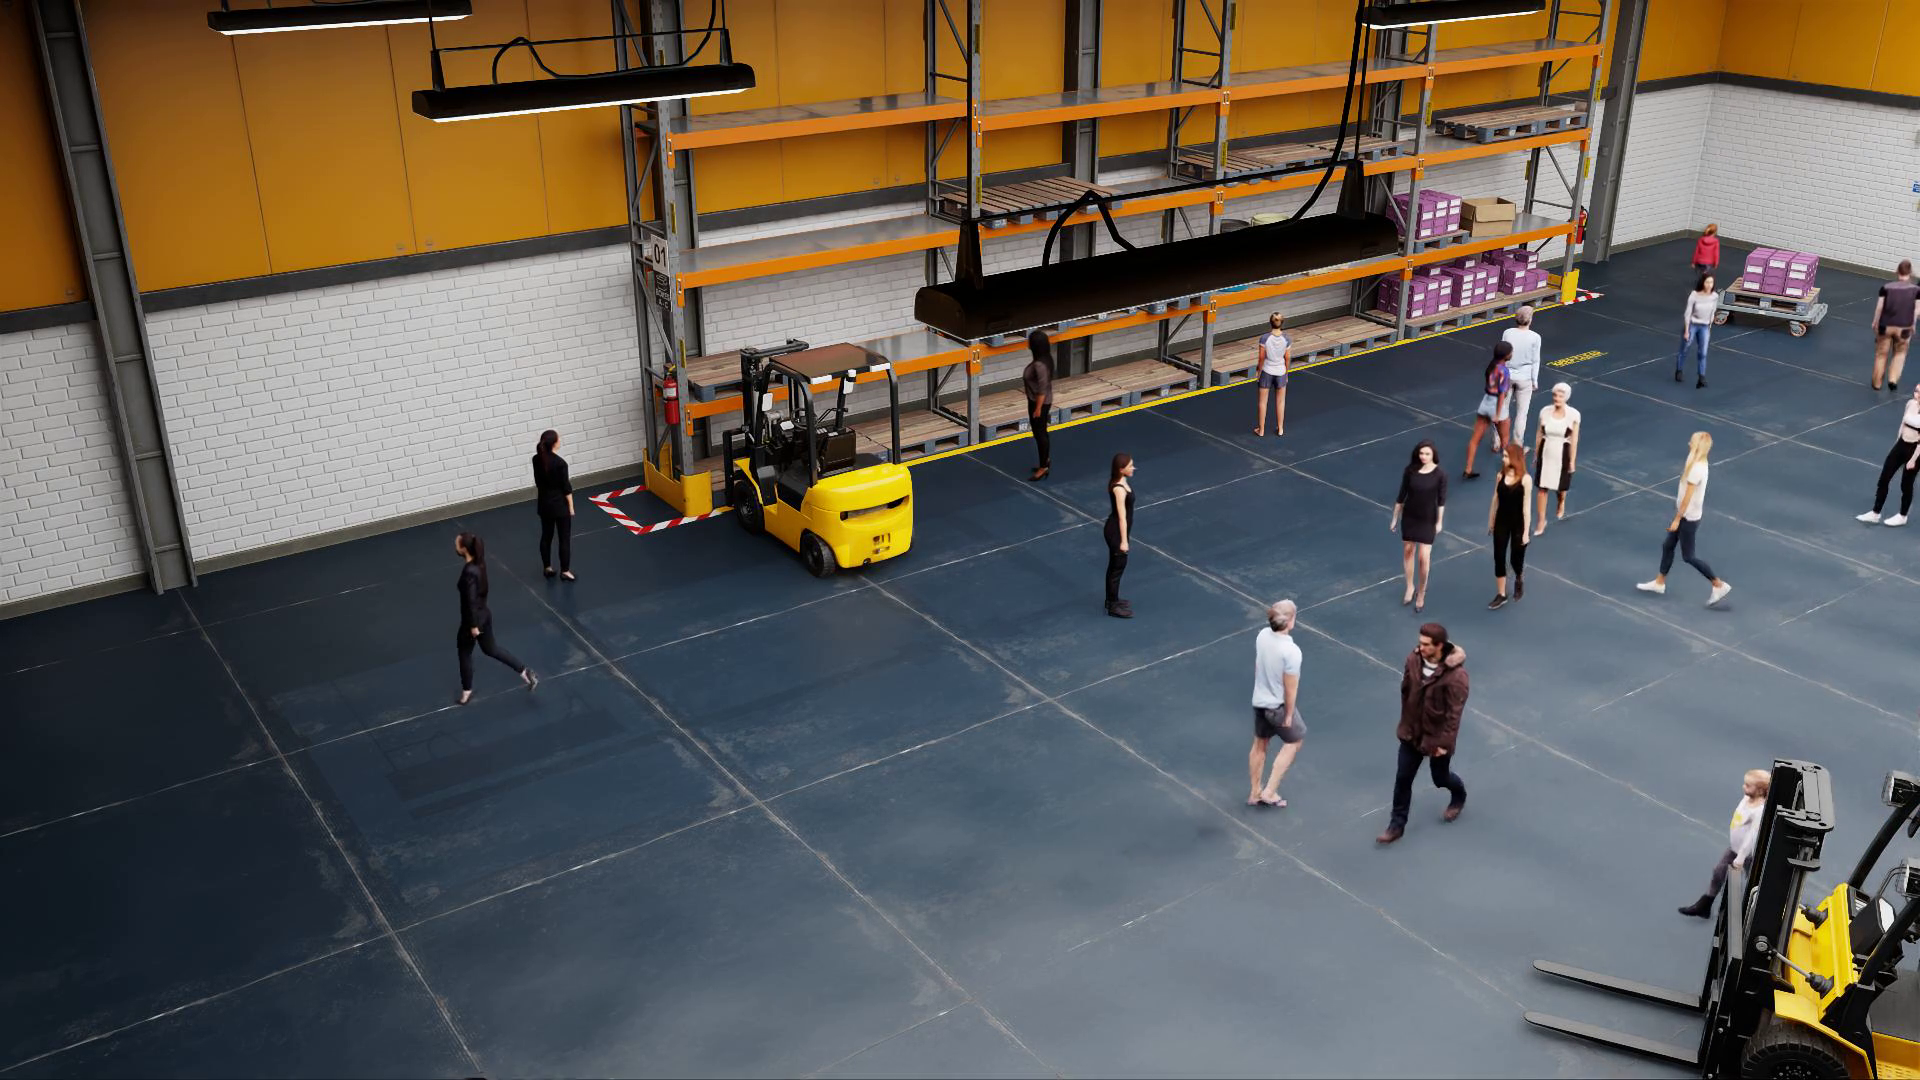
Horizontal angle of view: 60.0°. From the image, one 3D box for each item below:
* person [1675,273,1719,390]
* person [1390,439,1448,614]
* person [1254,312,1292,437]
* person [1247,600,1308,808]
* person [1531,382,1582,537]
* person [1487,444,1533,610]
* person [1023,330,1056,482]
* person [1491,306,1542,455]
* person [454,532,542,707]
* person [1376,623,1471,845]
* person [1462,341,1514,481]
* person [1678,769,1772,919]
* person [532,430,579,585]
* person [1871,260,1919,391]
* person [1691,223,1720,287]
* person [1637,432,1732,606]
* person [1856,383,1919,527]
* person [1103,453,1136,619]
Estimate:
[{"bbox_3d":[10.213,-2.943,23.192,1.002,1.597,0.988,0,24,0],"label":"person"},{"bbox_3d":[4.607,-0.180,16.628,0.713,1.791,0.730,14,27,29],"label":"person"},{"bbox_3d":[4.002,-2.125,21.287,0.612,1.624,0.717,-1,24,-3],"label":"person"},{"bbox_3d":[2.414,1.326,13.149,0.607,1.819,0.641,-14,27,-30],"label":"person"},{"bbox_3d":[6.596,-0.906,18.356,0.788,1.738,0.930,16,28,32],"label":"person"},{"bbox_3d":[5.525,-0.141,16.656,0.716,1.697,0.794,18,30,36],"label":"person"},{"bbox_3d":[0.971,-1.615,19.850,0.800,1.840,0.743,4,24,9],"label":"person"},{"bbox_3d":[6.903,-1.983,20.624,0.736,1.893,0.692,17,29,33],"label":"person"},{"bbox_3d":[-4.191,0.721,14.695,1.104,1.689,0.951,0,24,-1],"label":"person"},{"bbox_3d":[3.688,1.469,12.837,1.182,1.807,0.797,-19,30,-36],"label":"person"},{"bbox_3d":[6.243,-1.506,19.762,1.082,1.711,0.775,-9,25,-20],"label":"person"},{"bbox_3d":[5.652,2.218,11.812,0.944,1.255,0.820,1,24,3],"label":"person"},{"bbox_3d":[-4.195,-0.344,17.169,0.679,1.658,0.689,12,26,25],"label":"person"},{"bbox_3d":[12.831,-2.912,22.833,0.809,1.828,0.820,12,26,26],"label":"person"},{"bbox_3d":[12.109,-4.475,27.087,0.692,1.284,0.972,18,30,36],"label":"person"},{"bbox_3d":[7.396,-0.192,16.663,1.043,1.785,1.105,9,25,20],"label":"person"},{"bbox_3d":[10.632,-0.965,18.495,0.913,1.735,0.798,-4,24,-9],"label":"person"},{"bbox_3d":[1.575,-0.062,16.486,0.722,1.688,0.683,0,24,1],"label":"person"}]
